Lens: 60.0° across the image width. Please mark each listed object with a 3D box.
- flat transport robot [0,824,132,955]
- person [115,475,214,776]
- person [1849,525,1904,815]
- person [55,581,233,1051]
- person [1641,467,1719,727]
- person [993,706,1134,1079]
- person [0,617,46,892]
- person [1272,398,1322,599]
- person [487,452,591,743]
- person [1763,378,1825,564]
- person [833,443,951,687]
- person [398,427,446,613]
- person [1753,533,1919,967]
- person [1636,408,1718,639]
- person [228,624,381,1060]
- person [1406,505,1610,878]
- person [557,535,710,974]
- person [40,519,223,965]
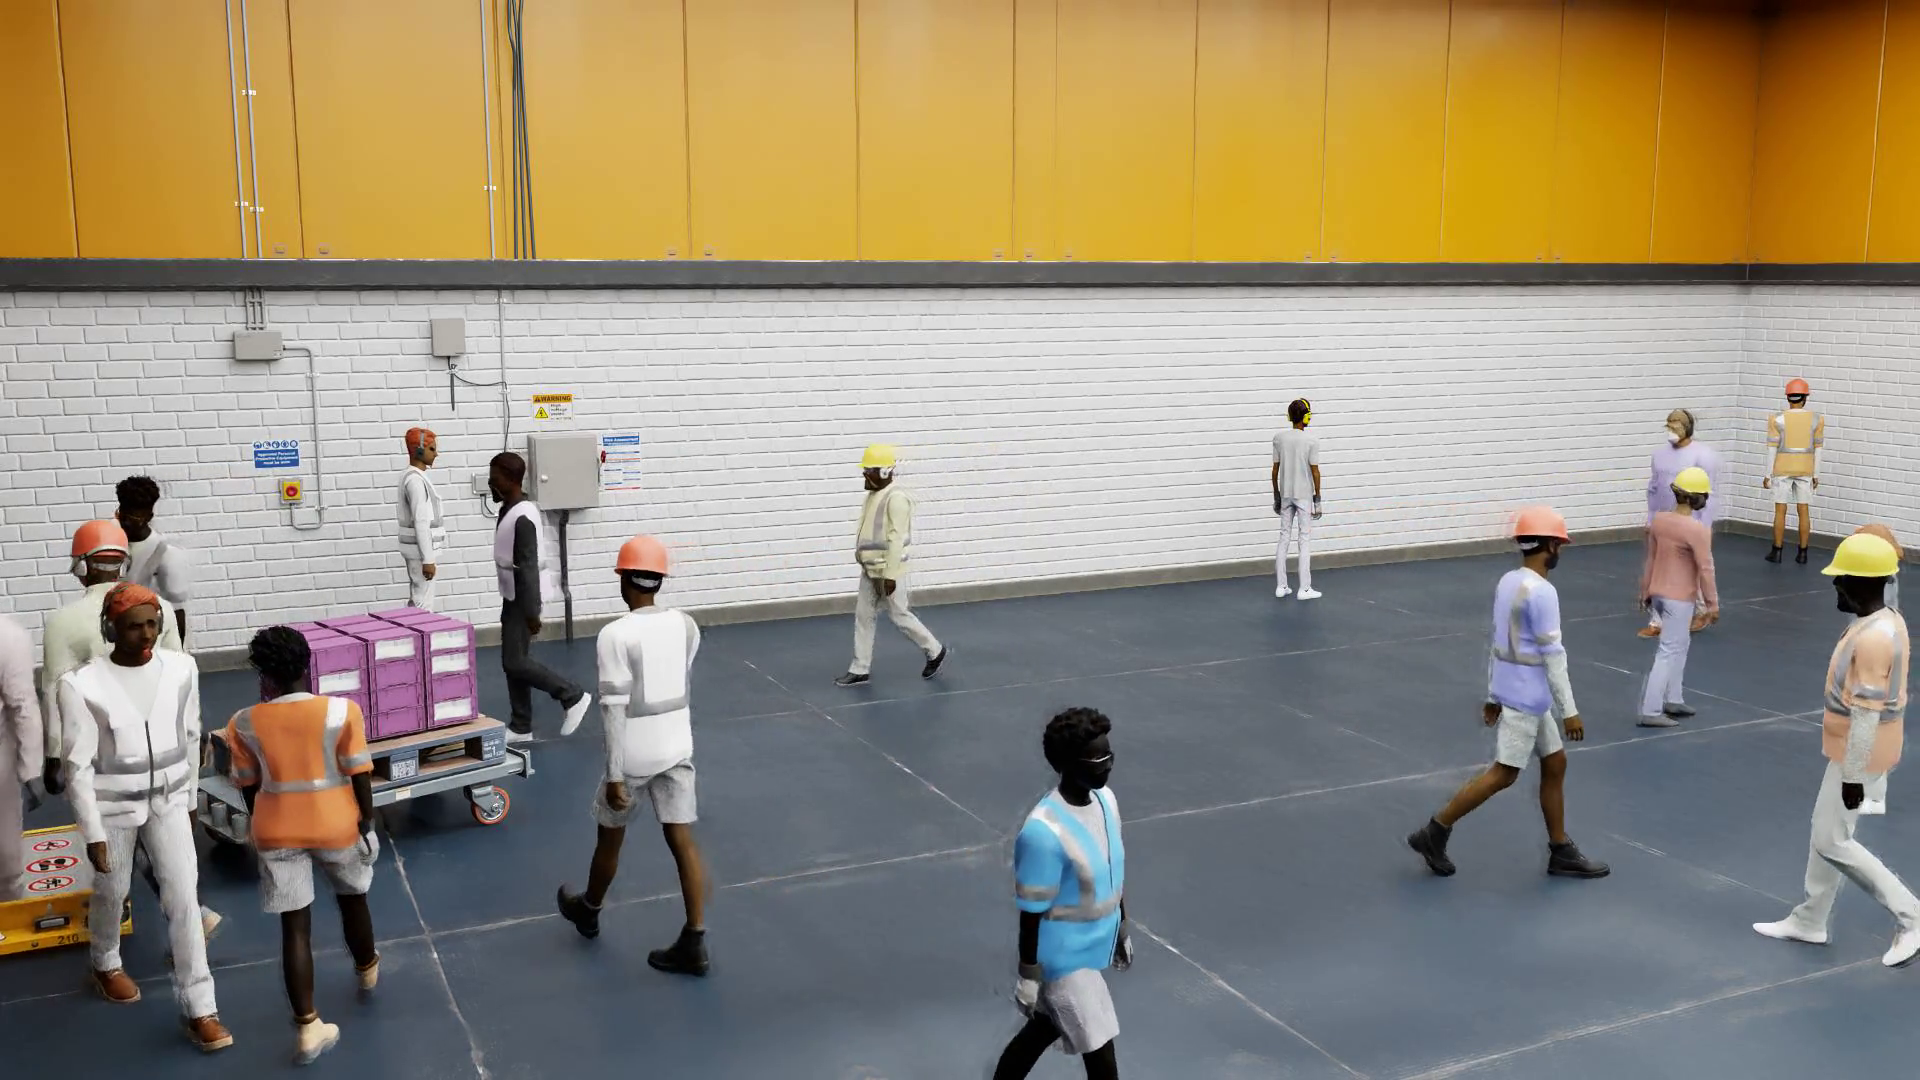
[{"bbox_3d":[-4.356,1.622,7.978,0.652,0.197,1.431,-5,10,-27],"label":"flat transport robot"},{"bbox_3d":[-4.516,0.574,9.329,0.643,1.936,0.648,6,11,32],"label":"person"},{"bbox_3d":[5.133,0.722,9.378,0.316,1.625,0.541,7,11,35],"label":"person"},{"bbox_3d":[-3.295,1.061,6.653,1.027,1.828,0.564,8,12,42],"label":"person"},{"bbox_3d":[4.841,0.387,11.087,0.665,1.742,0.548,-2,9,-13],"label":"person"},{"bbox_3d":[0.369,1.341,5.458,0.857,1.652,0.540,5,10,28],"label":"person"},{"bbox_3d":[-4.300,0.962,7.186,0.644,1.860,0.953,-4,10,-23],"label":"person"},{"bbox_3d":[3.142,-0.381,15.463,0.509,1.872,0.328,7,12,39],"label":"person"},{"bbox_3d":[-2.756,0.376,10.650,0.572,1.905,0.589,-4,10,-21],"label":"person"},{"bbox_3d":[8.671,-0.714,17.337,0.544,1.933,0.376,2,9,15],"label":"person"},{"bbox_3d":[-0.492,0.180,12.201,0.822,1.809,0.593,-5,10,-27],"label":"person"},{"bbox_3d":[-4.005,0.101,12.422,0.356,1.886,0.574,-4,10,-24],"label":"person"},{"bbox_3d":[3.942,0.914,7.294,0.688,1.911,0.605,5,11,30],"label":"person"},{"bbox_3d":[5.961,-0.129,13.732,0.601,1.929,0.643,-3,10,-20],"label":"person"},{"bbox_3d":[-2.582,1.145,6.628,0.549,1.651,0.830,-2,9,-12],"label":"person"},{"bbox_3d":[2.747,0.767,8.299,0.969,1.892,0.572,1,9,7],"label":"person"},{"bbox_3d":[-1.424,0.922,7.337,0.979,1.878,0.574,8,12,40],"label":"person"},{"bbox_3d":[-3.696,0.885,7.430,1.008,1.943,0.656,5,10,28],"label":"person"}]
